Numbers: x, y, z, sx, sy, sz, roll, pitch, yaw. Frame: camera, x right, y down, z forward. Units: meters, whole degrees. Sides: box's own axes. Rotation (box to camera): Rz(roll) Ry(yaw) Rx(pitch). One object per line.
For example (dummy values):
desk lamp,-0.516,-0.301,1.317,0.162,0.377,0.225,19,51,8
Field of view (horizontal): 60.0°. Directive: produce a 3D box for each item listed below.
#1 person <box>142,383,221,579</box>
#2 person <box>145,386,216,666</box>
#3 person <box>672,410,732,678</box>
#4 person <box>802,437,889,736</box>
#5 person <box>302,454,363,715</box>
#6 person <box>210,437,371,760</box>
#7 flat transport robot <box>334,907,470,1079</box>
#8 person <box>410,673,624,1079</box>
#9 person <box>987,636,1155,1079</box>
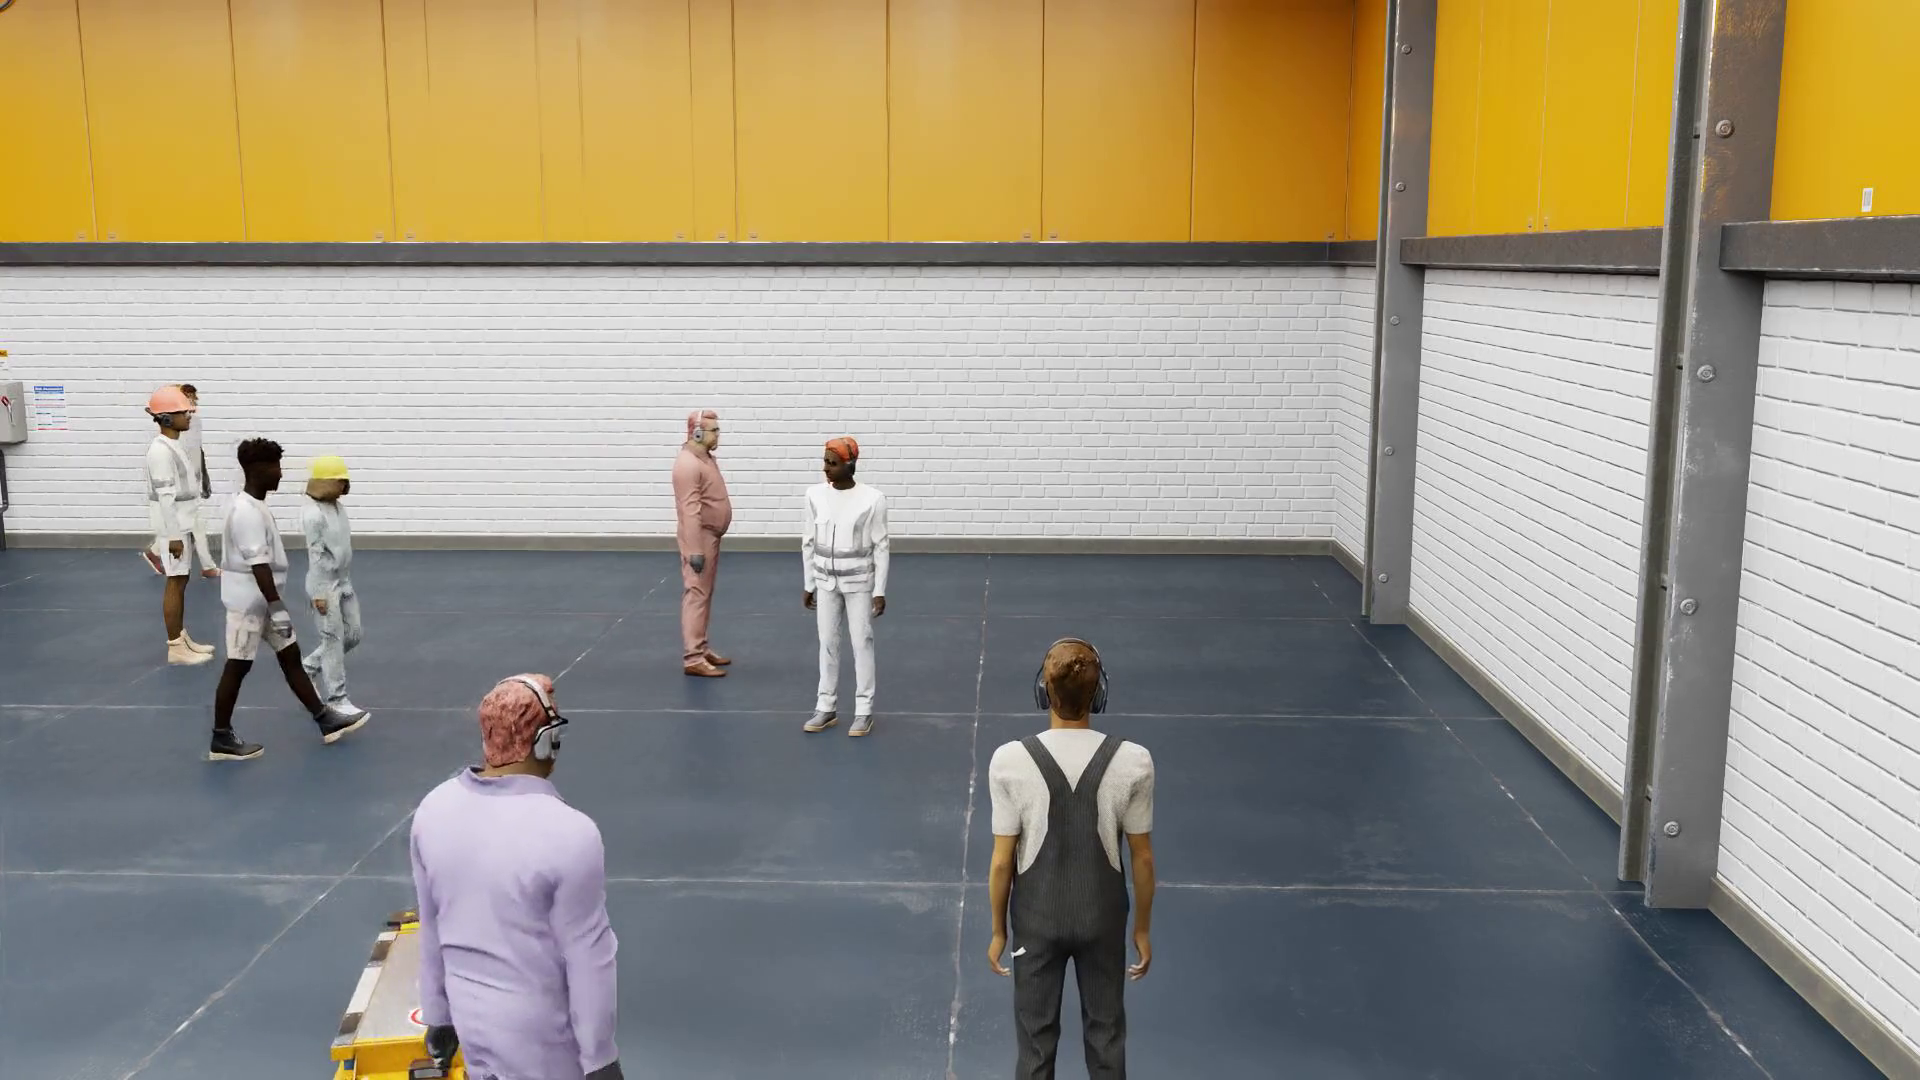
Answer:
person,-7.260,-0.550,15.487,0.892,1.839,0.521,2,10,10
person,-5.735,-0.102,12.217,0.370,2.048,0.607,-3,10,-19
person,-1.833,0.018,11.931,0.403,1.904,0.651,0,10,0
person,-0.723,0.289,10.408,0.576,1.883,0.362,4,10,22
person,-4.130,0.303,10.785,0.488,1.734,0.492,1,10,6
person,-4.057,0.351,9.908,0.965,1.918,0.645,-3,10,-15
flat transport robot,-1.985,1.768,6.460,0.652,0.197,1.431,-2,10,-10
person,-1.211,1.306,4.447,0.652,1.891,0.597,7,12,34
person,0.342,1.204,5.159,0.513,1.845,0.335,0,10,-1
